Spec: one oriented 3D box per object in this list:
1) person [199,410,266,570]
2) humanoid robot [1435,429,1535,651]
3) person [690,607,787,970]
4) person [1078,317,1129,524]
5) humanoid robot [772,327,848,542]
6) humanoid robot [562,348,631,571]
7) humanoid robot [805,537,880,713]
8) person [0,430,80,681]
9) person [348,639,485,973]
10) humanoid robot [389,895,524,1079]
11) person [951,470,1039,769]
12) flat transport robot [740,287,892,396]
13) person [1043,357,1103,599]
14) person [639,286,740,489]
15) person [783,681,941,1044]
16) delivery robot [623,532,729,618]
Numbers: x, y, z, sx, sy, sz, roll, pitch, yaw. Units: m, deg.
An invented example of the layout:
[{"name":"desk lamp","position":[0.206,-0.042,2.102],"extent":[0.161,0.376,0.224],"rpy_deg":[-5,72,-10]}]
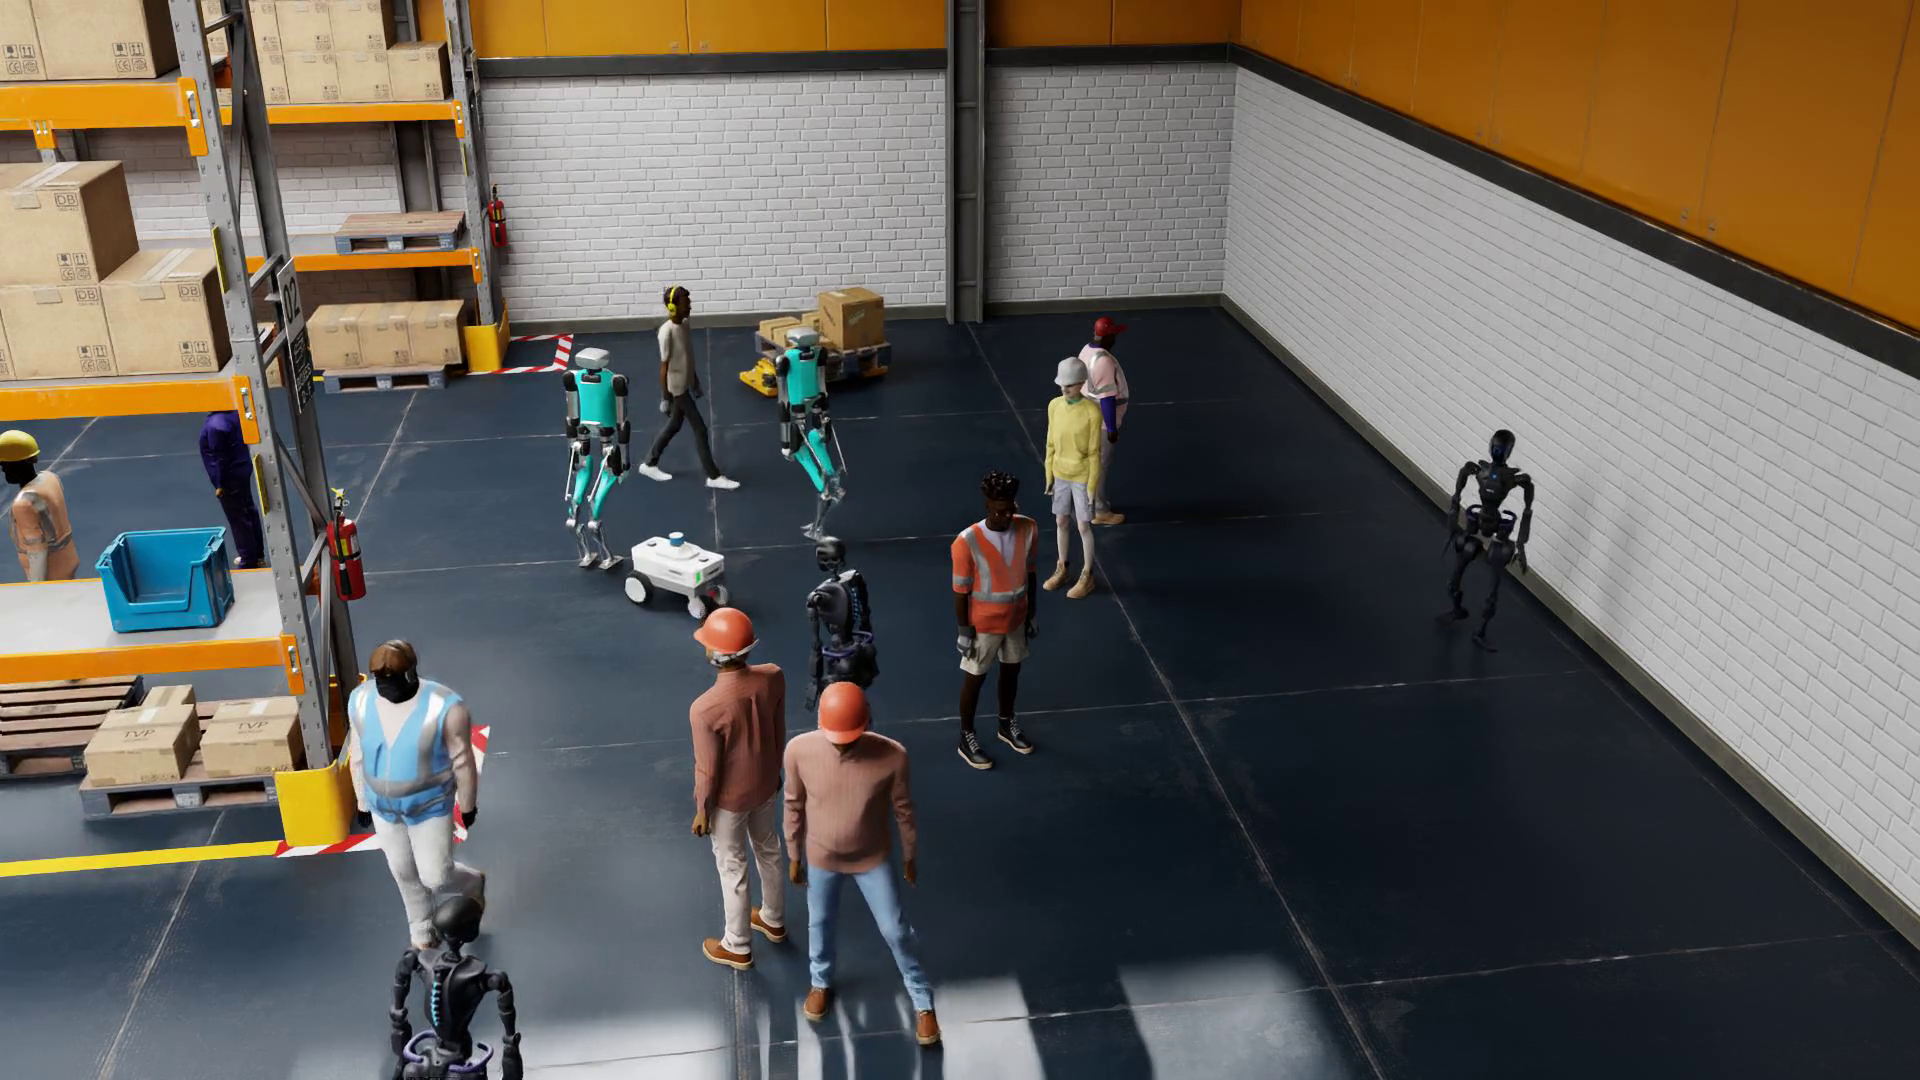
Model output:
[{"name":"person","position":[-5.627,-0.477,12.793],"extent":[0.335,1.623,0.464],"rpy_deg":[-3,24,-7]},{"name":"humanoid robot","position":[3.727,-0.034,11.730],"extent":[0.609,1.647,0.455],"rpy_deg":[13,27,26]},{"name":"person","position":[-1.115,1.246,8.410],"extent":[0.373,1.996,0.618],"rpy_deg":[17,29,34]},{"name":"person","position":[1.185,-1.003,13.835],"extent":[0.419,1.754,0.612],"rpy_deg":[-6,24,-14]},{"name":"humanoid robot","position":[-1.115,-0.791,13.374],"extent":[0.681,1.797,0.551],"rpy_deg":[19,30,37]},{"name":"humanoid robot","position":[-2.852,-0.575,12.776],"extent":[0.530,1.706,0.717],"rpy_deg":[6,24,14]},{"name":"humanoid robot","position":[-0.614,0.772,9.900],"extent":[0.581,1.634,0.616],"rpy_deg":[15,28,30]},{"name":"person","position":[-5.975,0.196,10.888],"extent":[0.363,1.926,0.592],"rpy_deg":[-5,24,-11]},{"name":"person","position":[-2.762,1.319,8.454],"extent":[0.629,1.827,0.498],"rpy_deg":[5,24,11]},{"name":"humanoid robot","position":[-2.077,2.198,6.667],"extent":[0.617,1.631,0.598],"rpy_deg":[6,24,14]},{"name":"person","position":[0.224,0.479,10.219],"extent":[0.596,1.957,0.378],"rpy_deg":[-16,28,-31]},{"name":"flat transport robot","position":[-1.532,-1.800,17.496],"extent":[1.431,0.231,0.659],"rpy_deg":[-15,28,-30]},{"name":"person","position":[0.850,-0.478,12.490],"extent":[0.470,1.884,0.406],"rpy_deg":[16,28,32]},{"name":"person","position":[-2.441,-1.339,14.509],"extent":[0.948,1.825,0.529],"rpy_deg":[4,24,9]},{"name":"person","position":[-0.488,1.502,7.886],"extent":[0.723,1.961,0.510],"rpy_deg":[2,24,5]},{"name":"delivery robot","position":[-2.118,0.225,12.503],"extent":[0.759,0.575,0.499],"rpy_deg":[15,28,30]}]
